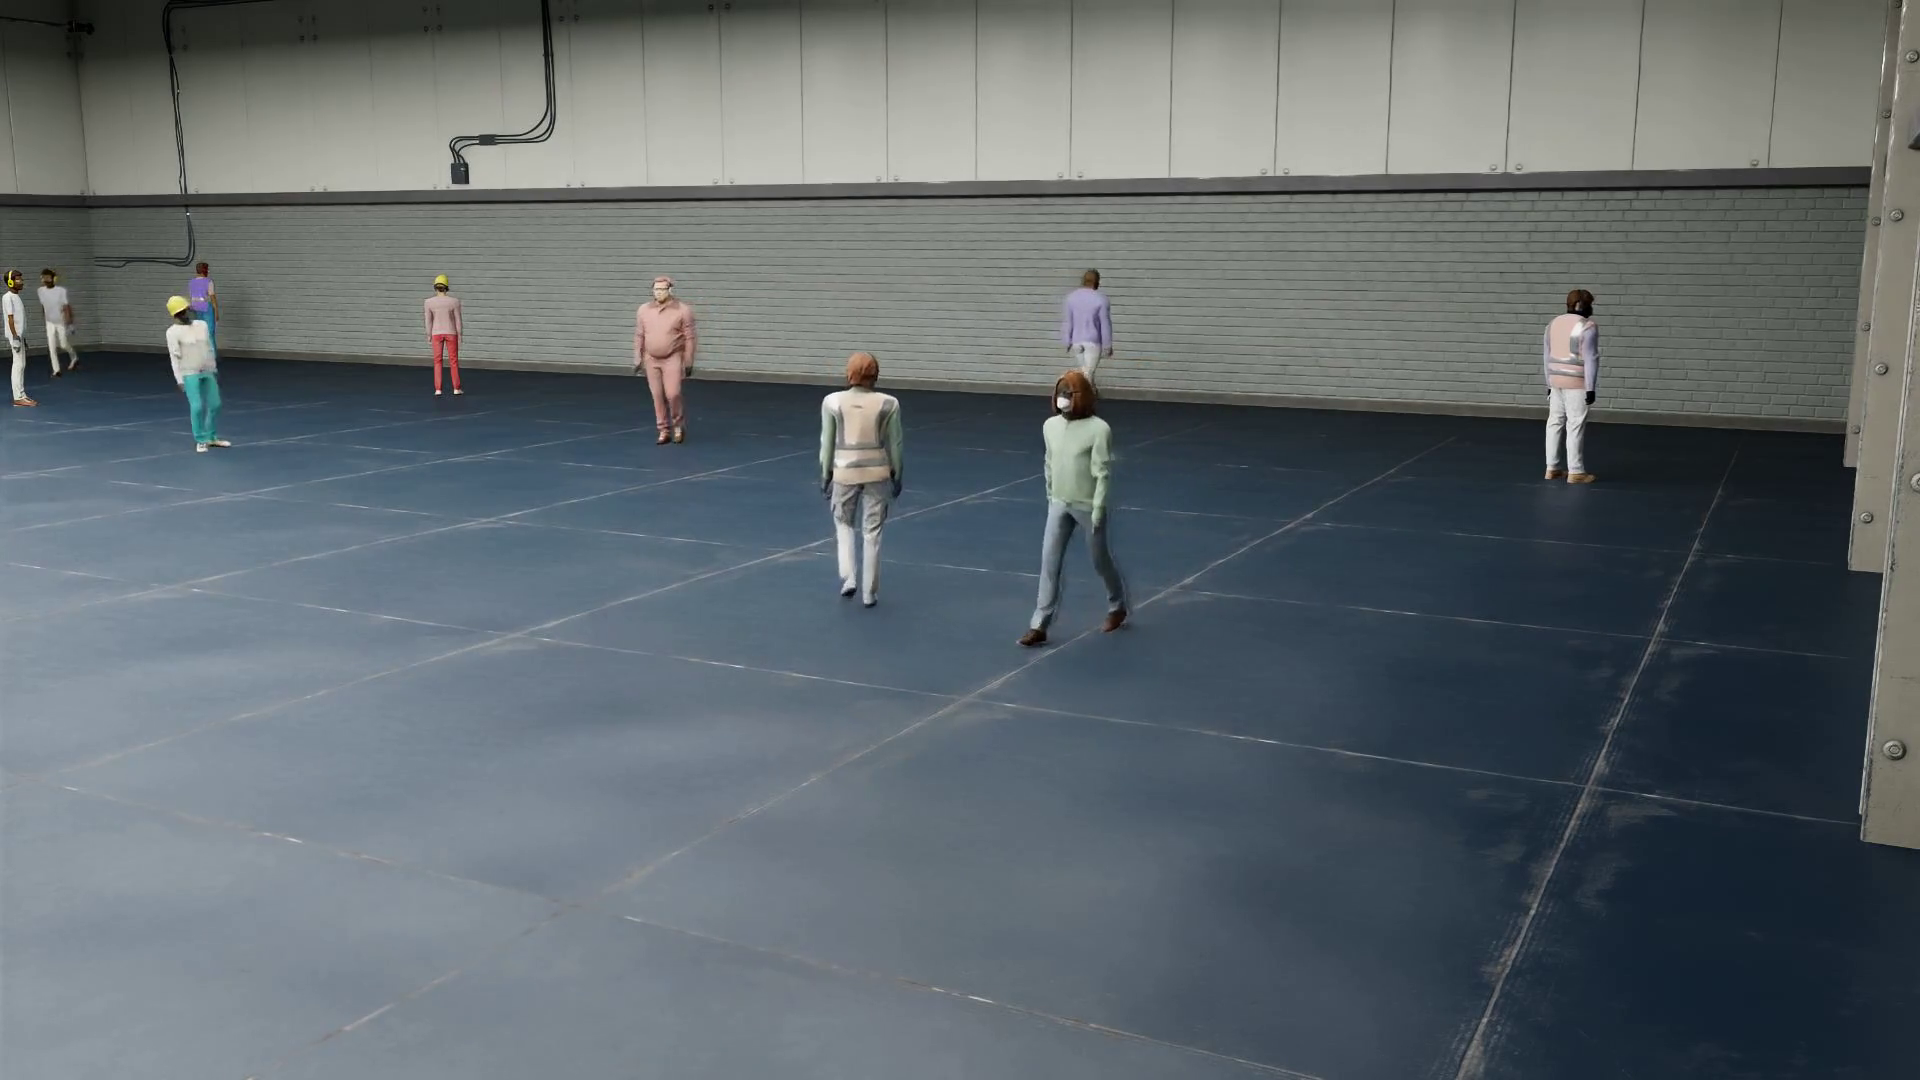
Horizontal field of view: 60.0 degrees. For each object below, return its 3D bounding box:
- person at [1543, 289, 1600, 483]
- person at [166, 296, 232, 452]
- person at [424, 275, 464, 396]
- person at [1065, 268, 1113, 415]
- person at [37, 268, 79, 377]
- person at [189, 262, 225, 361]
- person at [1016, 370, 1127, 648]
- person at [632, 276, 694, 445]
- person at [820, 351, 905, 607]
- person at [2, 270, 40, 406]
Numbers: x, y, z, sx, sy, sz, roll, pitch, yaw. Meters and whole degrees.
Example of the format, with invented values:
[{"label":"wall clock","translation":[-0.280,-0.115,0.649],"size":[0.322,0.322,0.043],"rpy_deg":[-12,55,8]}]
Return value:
[{"label":"person","translation":[5.861,-1.471,15.920],"size":[0.430,1.841,0.624],"rpy_deg":[-4,11,-22]},{"label":"person","translation":[-8.304,-1.799,18.078],"size":[0.337,1.703,0.650],"rpy_deg":[5,12,27]},{"label":"person","translation":[-7.588,-3.005,24.484],"size":[0.525,1.769,0.316],"rpy_deg":[-2,11,-10]},{"label":"person","translation":[1.727,-2.554,21.599],"size":[0.661,1.915,0.719],"rpy_deg":[9,13,39]},{"label":"person","translation":[-15.064,-3.646,27.852],"size":[0.529,1.828,0.752],"rpy_deg":[-1,10,-4]},{"label":"person","translation":[-14.080,-4.239,30.989],"size":[0.565,1.846,0.390],"rpy_deg":[3,11,18]},{"label":"person","translation":[0.691,-0.199,9.672],"size":[0.511,1.585,0.888],"rpy_deg":[9,13,39]},{"label":"person","translation":[-3.346,-2.008,18.701],"size":[0.647,1.892,0.448],"rpy_deg":[2,11,11]},{"label":"person","translation":[-0.620,-0.391,10.611],"size":[0.538,1.622,0.438],"rpy_deg":[0,10,-1]},{"label":"person","translation":[-13.005,-2.784,22.993],"size":[0.328,1.872,0.513],"rpy_deg":[-4,11,-20]}]
